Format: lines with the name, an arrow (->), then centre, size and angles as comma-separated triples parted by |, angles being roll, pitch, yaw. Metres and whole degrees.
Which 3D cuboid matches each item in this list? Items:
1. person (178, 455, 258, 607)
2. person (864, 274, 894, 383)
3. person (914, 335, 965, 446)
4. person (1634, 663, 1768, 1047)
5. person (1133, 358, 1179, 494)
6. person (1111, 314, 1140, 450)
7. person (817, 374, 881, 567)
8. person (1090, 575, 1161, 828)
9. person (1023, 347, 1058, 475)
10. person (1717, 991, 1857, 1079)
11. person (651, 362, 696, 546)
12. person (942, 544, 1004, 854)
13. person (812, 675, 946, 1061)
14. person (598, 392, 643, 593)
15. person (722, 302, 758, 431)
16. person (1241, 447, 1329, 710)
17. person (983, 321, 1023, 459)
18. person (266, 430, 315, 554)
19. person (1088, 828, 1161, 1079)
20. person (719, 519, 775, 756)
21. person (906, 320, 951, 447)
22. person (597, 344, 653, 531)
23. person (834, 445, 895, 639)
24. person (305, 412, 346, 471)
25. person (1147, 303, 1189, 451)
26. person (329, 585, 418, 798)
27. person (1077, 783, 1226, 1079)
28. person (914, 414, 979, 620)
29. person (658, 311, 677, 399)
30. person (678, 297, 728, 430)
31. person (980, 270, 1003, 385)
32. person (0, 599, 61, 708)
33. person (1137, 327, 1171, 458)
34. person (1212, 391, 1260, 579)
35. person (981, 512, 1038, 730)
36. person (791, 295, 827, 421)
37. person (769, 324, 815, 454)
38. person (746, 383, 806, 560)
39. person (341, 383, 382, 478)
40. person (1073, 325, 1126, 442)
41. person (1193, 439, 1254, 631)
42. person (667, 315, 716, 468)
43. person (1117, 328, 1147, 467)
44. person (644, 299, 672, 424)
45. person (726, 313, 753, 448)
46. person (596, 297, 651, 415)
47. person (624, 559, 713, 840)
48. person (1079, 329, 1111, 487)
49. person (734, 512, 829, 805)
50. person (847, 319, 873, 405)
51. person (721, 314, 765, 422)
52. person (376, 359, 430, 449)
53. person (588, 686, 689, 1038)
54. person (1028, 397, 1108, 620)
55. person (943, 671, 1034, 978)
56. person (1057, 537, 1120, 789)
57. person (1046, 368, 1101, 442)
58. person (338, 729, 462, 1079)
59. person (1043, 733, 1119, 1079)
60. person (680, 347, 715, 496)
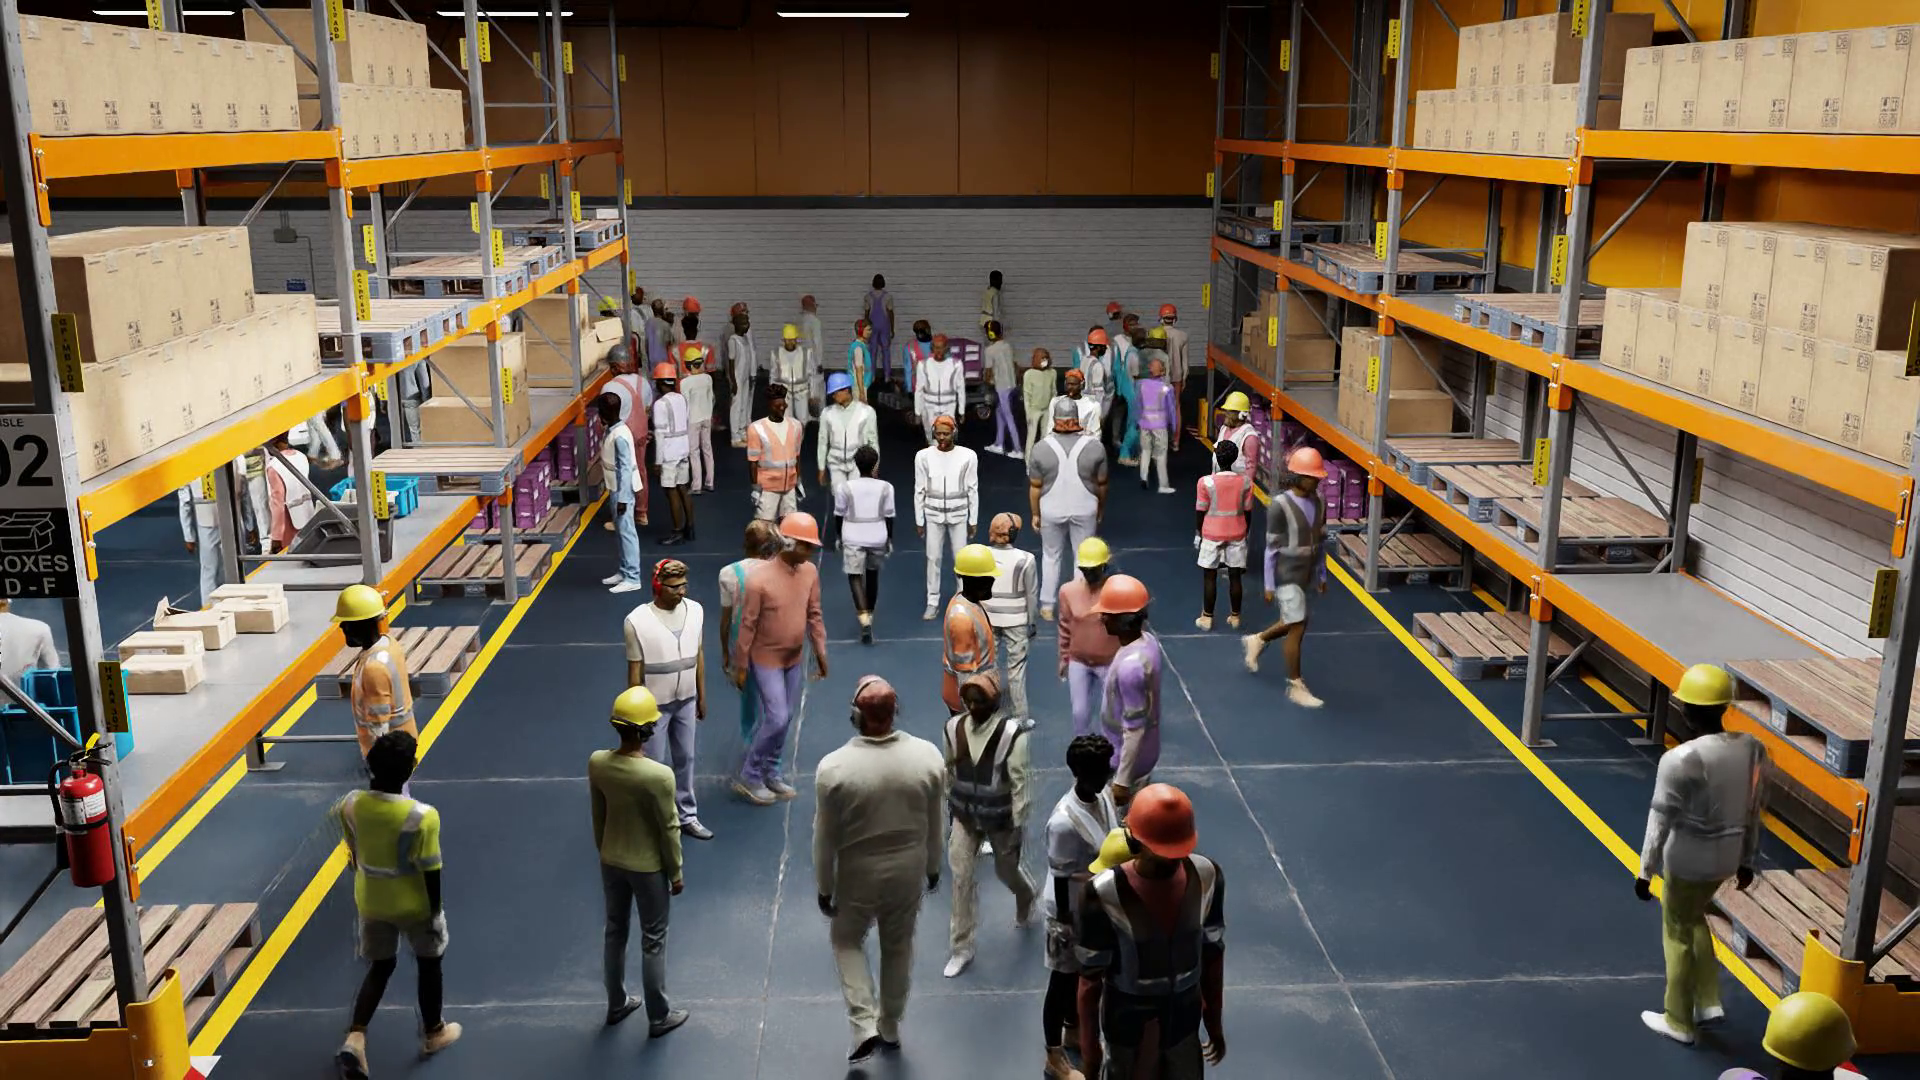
person -> -6.438, -0.110, 14.424 | 0.598, 1.909, 0.383 | -14, 20, -43
person -> -1.361, -3.568, 28.117 | 0.507, 1.846, 0.345 | 1, 14, 6
person -> -0.255, -1.559, 20.239 | 0.607, 1.833, 0.969 | 2, 14, 6
person -> 3.528, 1.518, 8.002 | 0.602, 1.910, 0.420 | -5, 15, -19
person -> 2.323, -1.348, 19.822 | 0.577, 1.629, 0.360 | 10, 18, 35
person -> 2.257, -2.153, 22.564 | 0.571, 1.840, 0.373 | -13, 19, -42
person -> -1.127, -0.706, 16.767 | 0.660, 1.896, 0.709 | 3, 15, 12
person -> 0.894, 1.178, 9.096 | 0.396, 2.038, 0.615 | 3, 15, 12
person -> 1.012, -1.605, 20.834 | 0.503, 1.633, 0.290 | -8, 16, -29
person -> 2.470, 2.262, 5.060 | 0.353, 1.930, 0.590 | -3, 15, -10
person -> -3.059, -0.906, 17.527 | 0.430, 1.924, 0.554 | 6, 15, 22
person -> 0.077, 0.957, 10.189 | 0.371, 1.927, 0.588 | 0, 14, 1
person -> -0.381, 1.563, 7.876 | 0.657, 1.891, 0.506 | -4, 15, -17
person -> -3.218, -0.460, 15.775 | 0.398, 1.916, 0.590 | -5, 15, -19
person -> -3.031, -2.366, 23.266 | 0.409, 1.913, 0.642 | -13, 19, -41
person -> 2.520, 0.245, 12.840 | 0.614, 2.016, 0.847 | -11, 18, -37
person -> 0.517, -1.988, 21.974 | 0.807, 1.813, 0.512 | 12, 19, 40
person -> -5.800, -0.115, 14.443 | 0.401, 1.908, 0.596 | 0, 14, 1
person -> 0.652, 1.964, 6.558 | 0.314, 1.767, 0.534 | -2, 14, -8
person -> -1.368, 0.738, 11.346 | 0.528, 1.790, 0.926 | 1, 14, 5
person -> -0.400, -2.039, 22.207 | 0.663, 1.807, 0.526 | 1, 14, 6
person -> -3.697, -1.123, 18.128 | 0.538, 2.000, 0.683 | 8, 17, 30
person -> -0.815, 0.010, 14.424 | 0.538, 1.673, 0.779 | -4, 15, -15
person -> -8.250, -1.863, 21.378 | 0.861, 1.900, 0.666 | 4, 15, 15
person -> 2.774, -2.179, 22.364 | 0.612, 1.995, 0.382 | -4, 15, -15
person -> -3.263, 1.176, 9.361 | 0.407, 1.917, 0.583 | -4, 15, -16
person -> 0.753, 1.874, 6.391 | 0.610, 2.032, 0.410 | -5, 15, -20
person -> -0.120, -0.196, 14.822 | 0.574, 1.875, 0.345 | 1, 14, 5
person -> -4.341, -2.553, 24.570 | 0.321, 1.631, 0.513 | -6, 16, -24
person -> -3.878, -2.518, 23.816 | 0.961, 1.945, 0.639 | 4, 15, 14
person -> 0.544, -3.573, 27.999 | 0.390, 1.913, 0.587 | -5, 15, -18
person -> -5.862, 1.028, 10.290 | 0.638, 1.730, 0.362 | -9, 17, -31
person -> 2.579, -1.947, 21.989 | 0.489, 1.729, 0.323 | 11, 18, 37
person -> 2.660, -0.542, 16.252 | 0.404, 1.837, 0.590 | -6, 16, -23
person -> 0.318, 0.605, 12.151 | 0.514, 1.637, 0.315 | 5, 15, 19
person -> -2.183, -2.648, 24.461 | 0.446, 1.874, 0.677 | -11, 18, -37
person -> -2.197, -1.931, 21.744 | 0.612, 1.816, 0.488 | -2, 14, -7
person -> -1.758, -0.540, 15.985 | 0.608, 1.966, 0.371 | -11, 18, -37
person -> -6.823, -1.229, 18.939 | 0.393, 1.842, 0.564 | 4, 15, 15
person -> 1.811, -1.906, 21.726 | 0.636, 1.791, 0.999 | -3, 15, -10
person -> 2.307, -0.037, 14.567 | 0.537, 1.694, 0.320 | -3, 15, -11
person -> -3.429, -1.900, 21.327 | 0.609, 1.963, 0.367 | -2, 14, -8
person -> 2.234, -1.847, 21.459 | 0.403, 1.807, 0.621 | 0, 14, -1
person -> -4.370, -2.594, 24.290 | 0.505, 1.847, 0.349 | 10, 17, 35
person -> -2.990, -2.173, 22.660 | 0.346, 1.840, 0.503 | 4, 15, 17
person -> -5.014, -2.651, 24.458 | 0.948, 1.874, 0.600 | -2, 14, -7
person -> -1.798, 0.997, 10.218 | 0.395, 1.836, 0.561 | 13, 19, 42
person -> 1.643, -1.597, 20.219 | 0.385, 1.928, 0.546 | -5, 15, -19
person -> -1.149, 0.774, 10.857 | 0.540, 1.950, 0.642 | 10, 17, 34
person -> -1.329, -1.997, 21.947 | 0.374, 1.843, 0.569 | -1, 14, -4
person -> -3.162, -2.556, 24.418 | 0.895, 1.704, 0.570 | 14, 20, 43
person -> -6.929, -1.736, 20.737 | 0.635, 1.938, 0.359 | -3, 15, -11
person -> -1.568, 1.565, 8.140 | 0.526, 1.760, 0.334 | 8, 16, 28
person -> 0.953, -0.273, 14.792 | 0.701, 2.000, 0.537 | 1, 14, 3
person -> 0.156, 1.451, 8.871 | 0.514, 1.615, 0.753 | 6, 16, 23
person -> 0.940, 0.793, 11.201 | 0.532, 1.752, 0.597 | 6, 15, 21
person -> 1.176, -0.854, 17.389 | 0.576, 1.882, 0.355 | 5, 15, 18
person -> -2.645, 1.709, 7.733 | 0.534, 1.672, 0.638 | 4, 15, 14
person -> 0.567, 1.694, 7.746 | 0.320, 1.698, 0.537 | 8, 16, 28
person -> -3.146, -1.410, 19.802 | 0.310, 1.768, 0.533 | 9, 17, 32
